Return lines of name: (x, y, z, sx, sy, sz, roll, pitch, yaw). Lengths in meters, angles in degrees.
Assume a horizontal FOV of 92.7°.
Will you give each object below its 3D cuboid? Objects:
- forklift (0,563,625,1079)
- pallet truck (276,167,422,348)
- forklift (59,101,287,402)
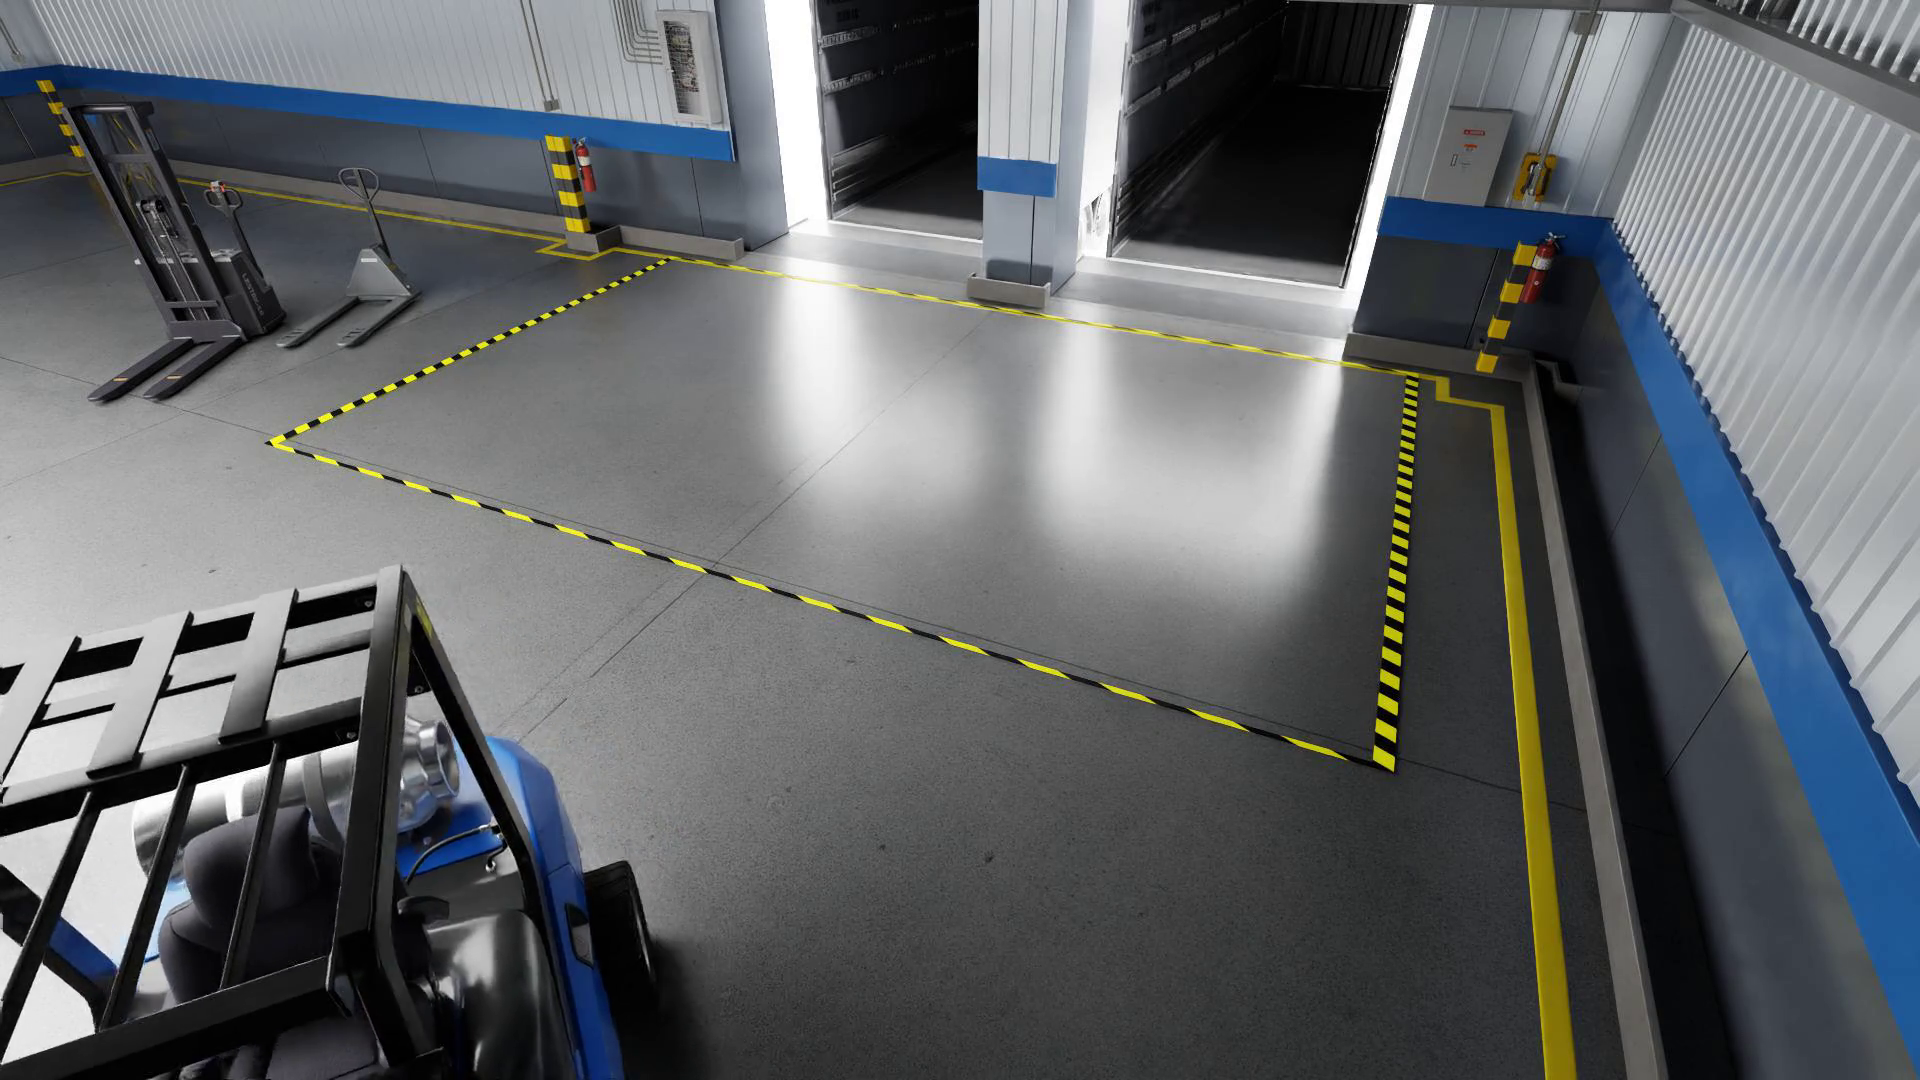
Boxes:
forklift: (-1.405, 1.267, 1.898, 1.157, 2.036, 2.680, -14, 37, -19)
pallet truck: (-5.732, -2.611, 8.414, 0.680, 1.201, 1.601, -1, 35, -1)
forklift: (-6.686, -2.387, 7.434, 0.823, 1.965, 1.885, -3, 35, -5)
